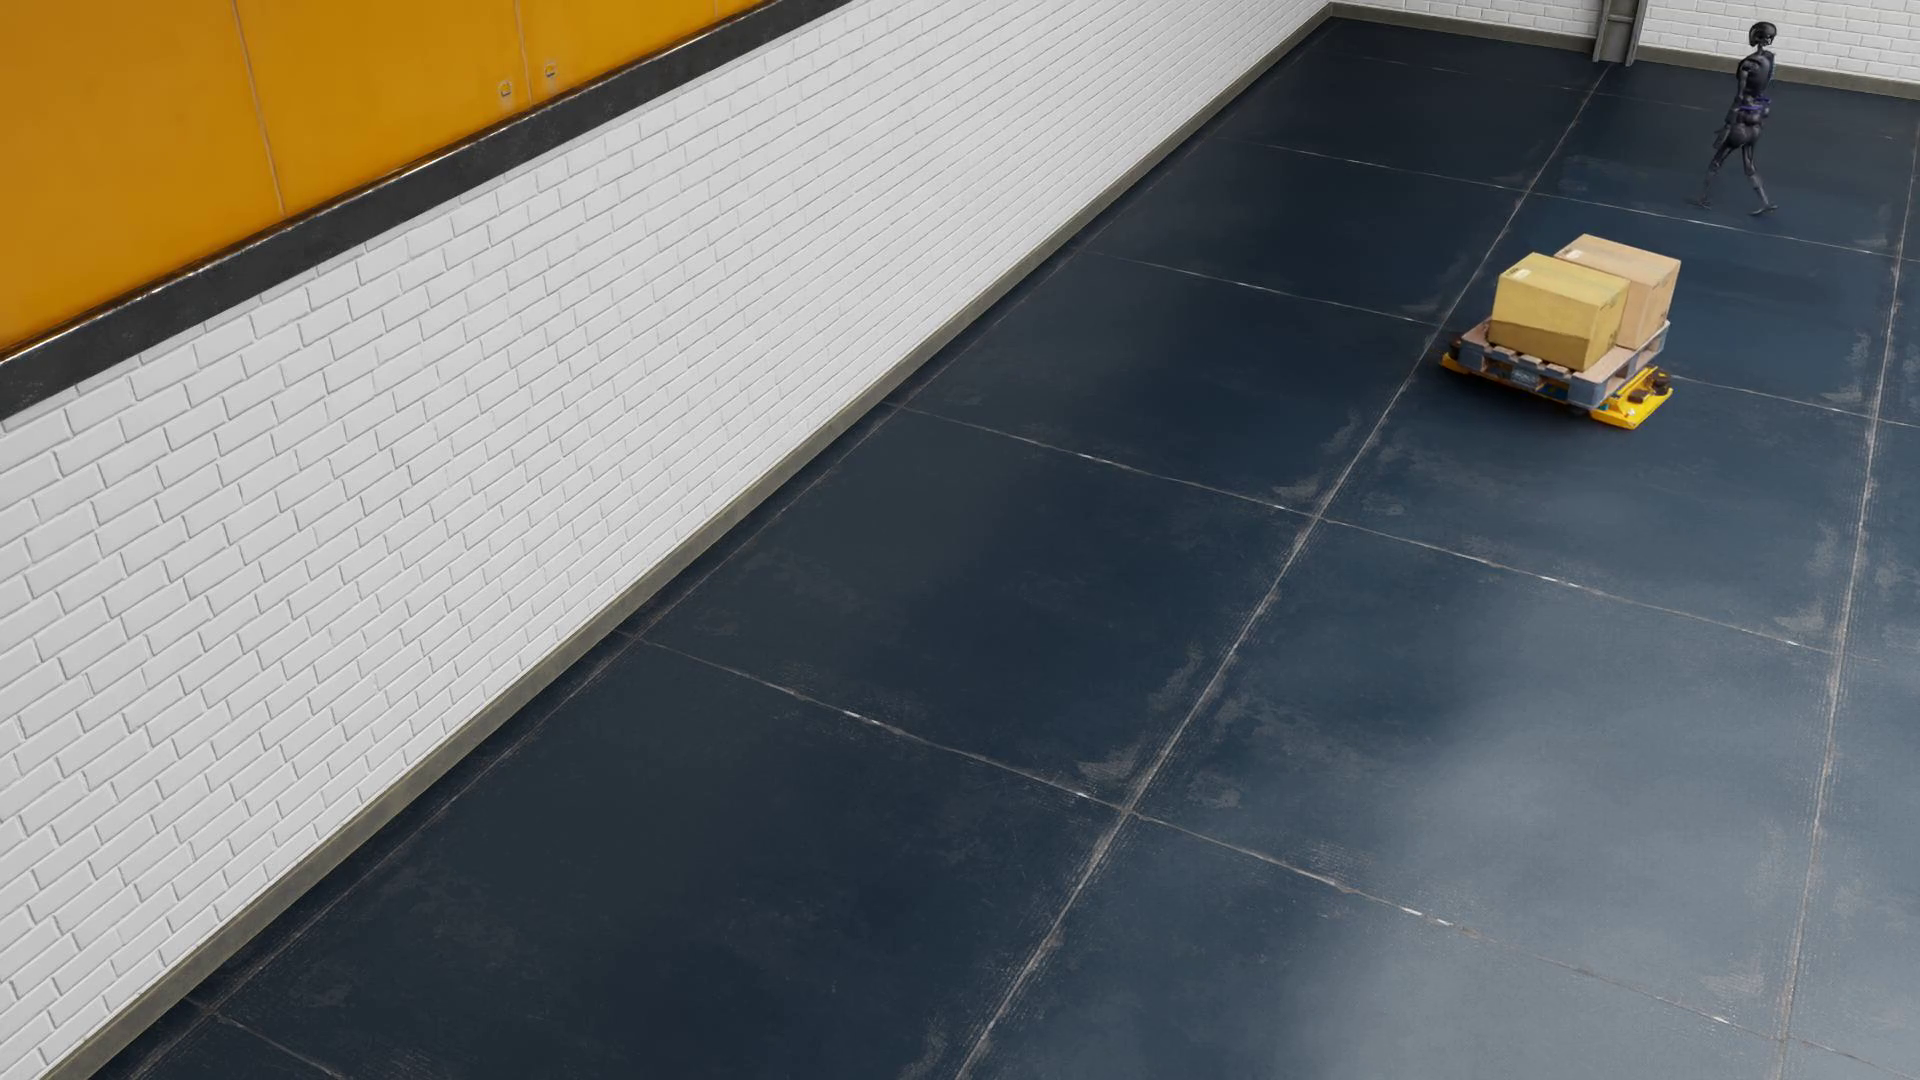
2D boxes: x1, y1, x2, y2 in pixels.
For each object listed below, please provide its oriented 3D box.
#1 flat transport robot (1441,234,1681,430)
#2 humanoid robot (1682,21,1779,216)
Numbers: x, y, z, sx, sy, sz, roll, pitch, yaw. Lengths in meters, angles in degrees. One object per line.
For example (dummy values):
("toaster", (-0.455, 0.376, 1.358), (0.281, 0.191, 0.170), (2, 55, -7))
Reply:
("flat transport robot", (4.216, -1.197, 11.759), (1.431, 0.231, 0.659), (26, 42, 33))
("humanoid robot", (6.668, -3.523, 14.001), (0.763, 1.633, 0.590), (28, 43, 35))
